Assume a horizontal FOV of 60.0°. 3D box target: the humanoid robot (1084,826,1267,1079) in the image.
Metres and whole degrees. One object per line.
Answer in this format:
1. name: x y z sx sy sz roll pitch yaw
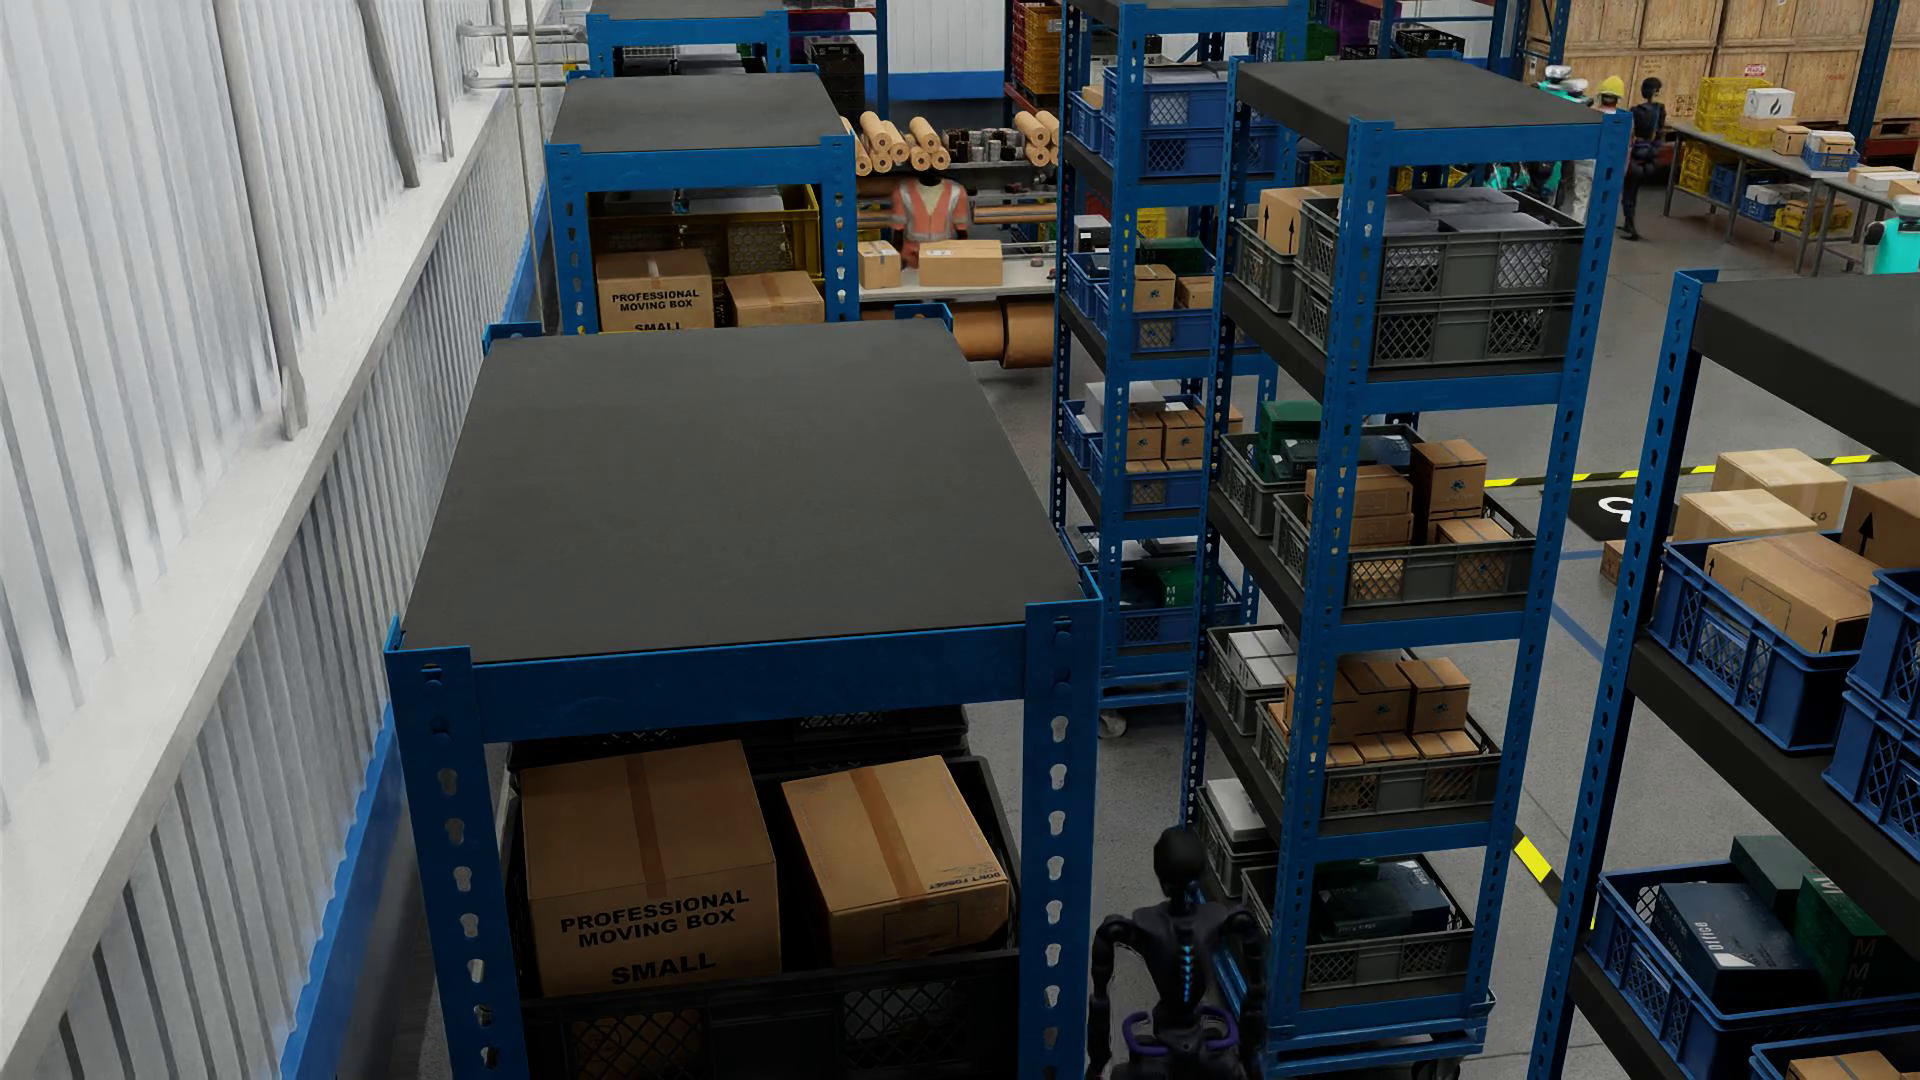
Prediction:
1. humanoid robot: 0.663 1.604 5.113 0.589 1.647 0.346 -3 25 -5

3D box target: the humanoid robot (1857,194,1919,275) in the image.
1. humanoid robot: 6.648 -1.543 11.735 0.533 1.677 0.735 1 25 2

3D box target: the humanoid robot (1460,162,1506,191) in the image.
1. humanoid robot: 5.354 -3.729 16.701 0.539 1.730 1.008 -3 25 -6

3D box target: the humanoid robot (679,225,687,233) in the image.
1. humanoid robot: -2.074 -1.221 11.201 0.787 1.782 0.540 -9 26 -18

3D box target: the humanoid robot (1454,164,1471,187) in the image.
1. humanoid robot: 5.451 -4.130 17.595 0.596 1.651 0.434 1 25 2

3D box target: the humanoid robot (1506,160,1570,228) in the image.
1. humanoid robot: 5.222 -3.013 15.172 0.608 1.633 0.590 -2 25 -5

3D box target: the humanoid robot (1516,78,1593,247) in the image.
1. humanoid robot: 5.890 -3.825 16.897 0.538 1.759 1.006 -16 29 -32

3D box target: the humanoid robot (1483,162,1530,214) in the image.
1. humanoid robot: 5.405 -3.585 16.318 0.561 1.742 0.848 -9 26 -19

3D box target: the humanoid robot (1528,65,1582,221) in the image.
1. humanoid robot: 6.272 -4.092 17.532 0.530 1.851 0.770 18 30 34

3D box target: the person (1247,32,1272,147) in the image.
1. person: 3.387 -5.008 19.255 0.356 1.882 0.571 17 29 32

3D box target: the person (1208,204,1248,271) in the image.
1. person: 2.523 -3.330 15.418 0.372 2.044 0.604 -9 26 -19

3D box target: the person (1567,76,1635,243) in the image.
1. person: 6.304 -3.677 16.468 0.590 1.789 0.884 10 27 22

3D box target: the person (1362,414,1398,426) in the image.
1. person: 1.959 0.198 7.974 0.597 1.849 0.388 -3 25 -6

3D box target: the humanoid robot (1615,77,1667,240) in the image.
1. humanoid robot: 7.015 -3.930 17.174 0.585 1.665 0.482 -12 27 -25

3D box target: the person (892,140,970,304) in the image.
1. person: -0.236 -2.171 13.006 0.635 1.960 0.422 -2 25 -3

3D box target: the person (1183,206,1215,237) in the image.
1. person: 2.399 -3.768 16.628 0.647 1.833 0.446 -4 25 -8
